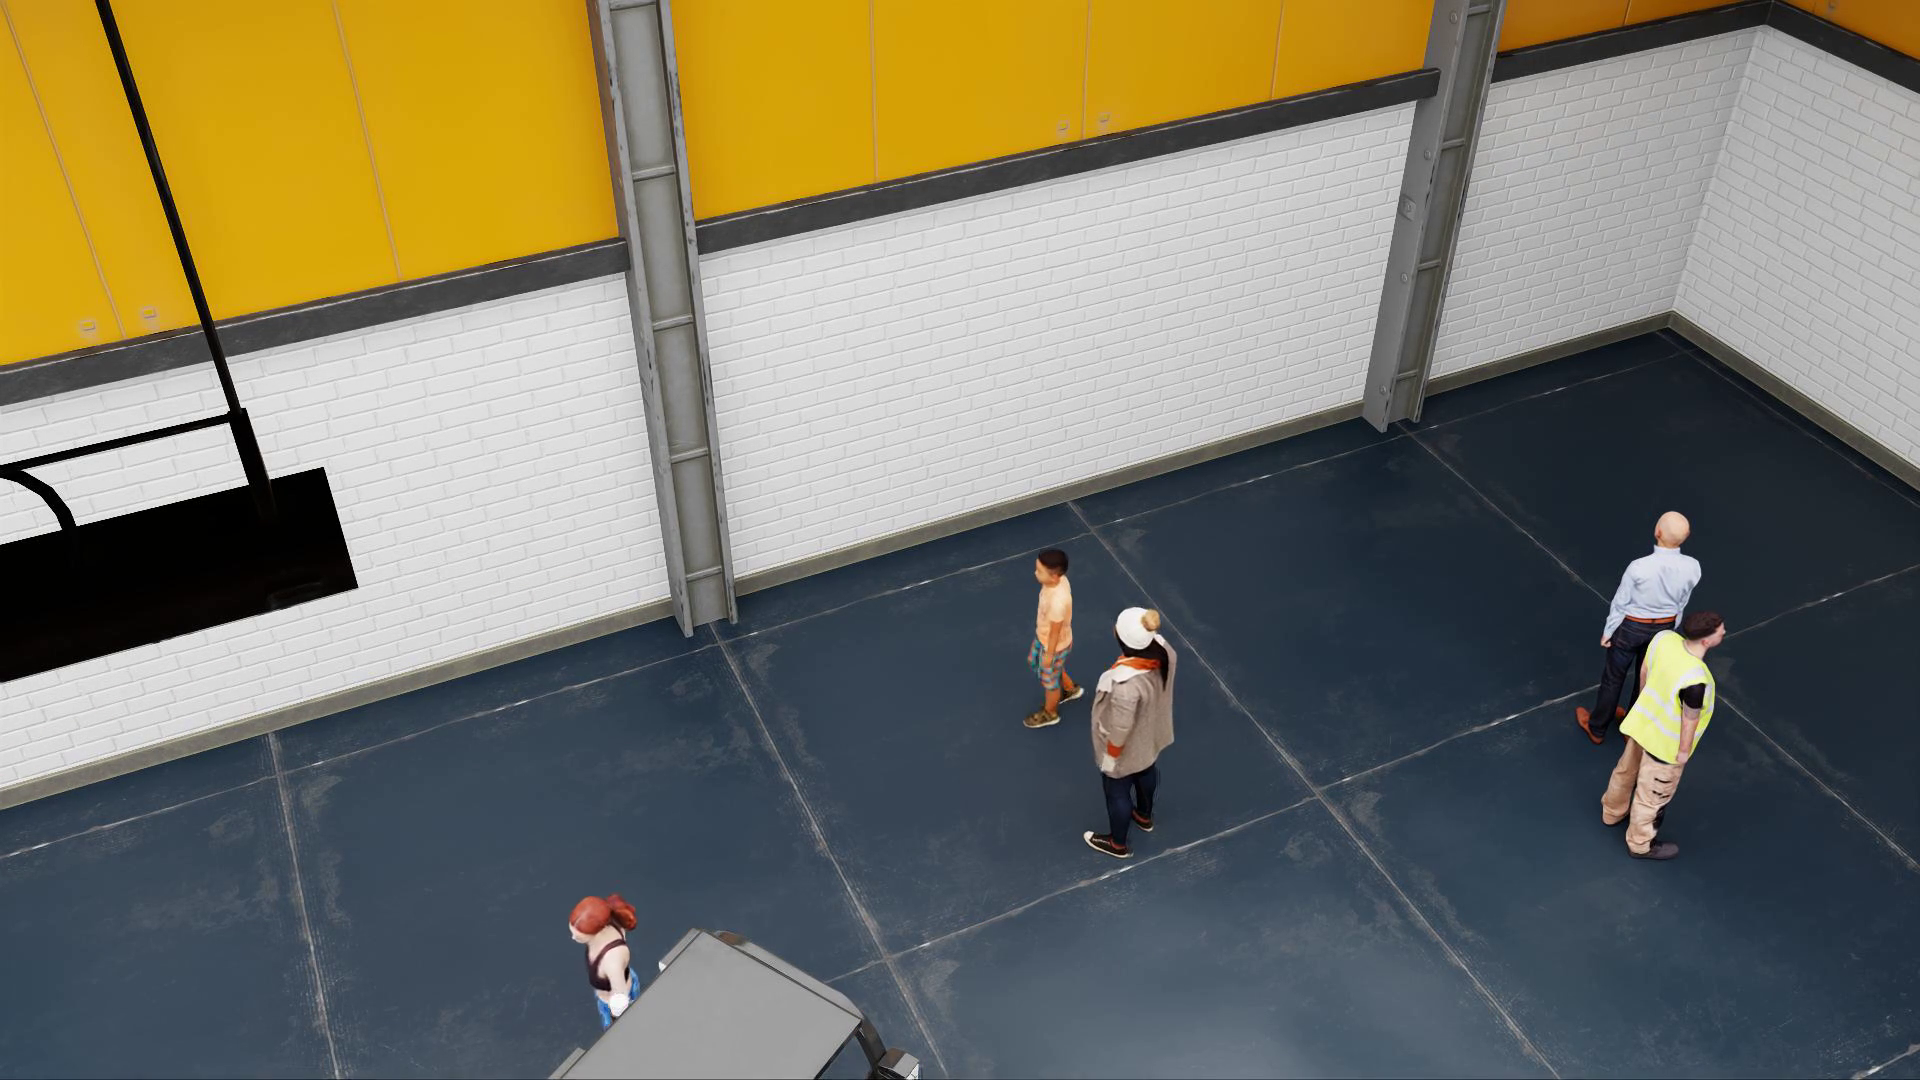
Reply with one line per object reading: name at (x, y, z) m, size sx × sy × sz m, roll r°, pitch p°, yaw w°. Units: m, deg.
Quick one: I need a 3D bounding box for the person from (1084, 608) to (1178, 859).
person at (1.039, 1.101, 9.767) m, size 0.879 × 1.893 × 0.775 m, roll 25°, pitch 45°, yaw 28°

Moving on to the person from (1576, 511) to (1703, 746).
person at (4.316, 0.576, 10.507) m, size 0.652 × 1.789 × 0.773 m, roll 1°, pitch 39°, yaw 1°

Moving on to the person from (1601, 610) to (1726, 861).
person at (4.154, 1.116, 9.785) m, size 0.804 × 1.846 × 0.779 m, roll -6°, pitch 39°, yaw -7°

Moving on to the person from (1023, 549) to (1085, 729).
person at (0.650, 0.633, 10.708) m, size 0.718 × 1.450 × 0.620 m, roll -6°, pitch 39°, yaw -7°
